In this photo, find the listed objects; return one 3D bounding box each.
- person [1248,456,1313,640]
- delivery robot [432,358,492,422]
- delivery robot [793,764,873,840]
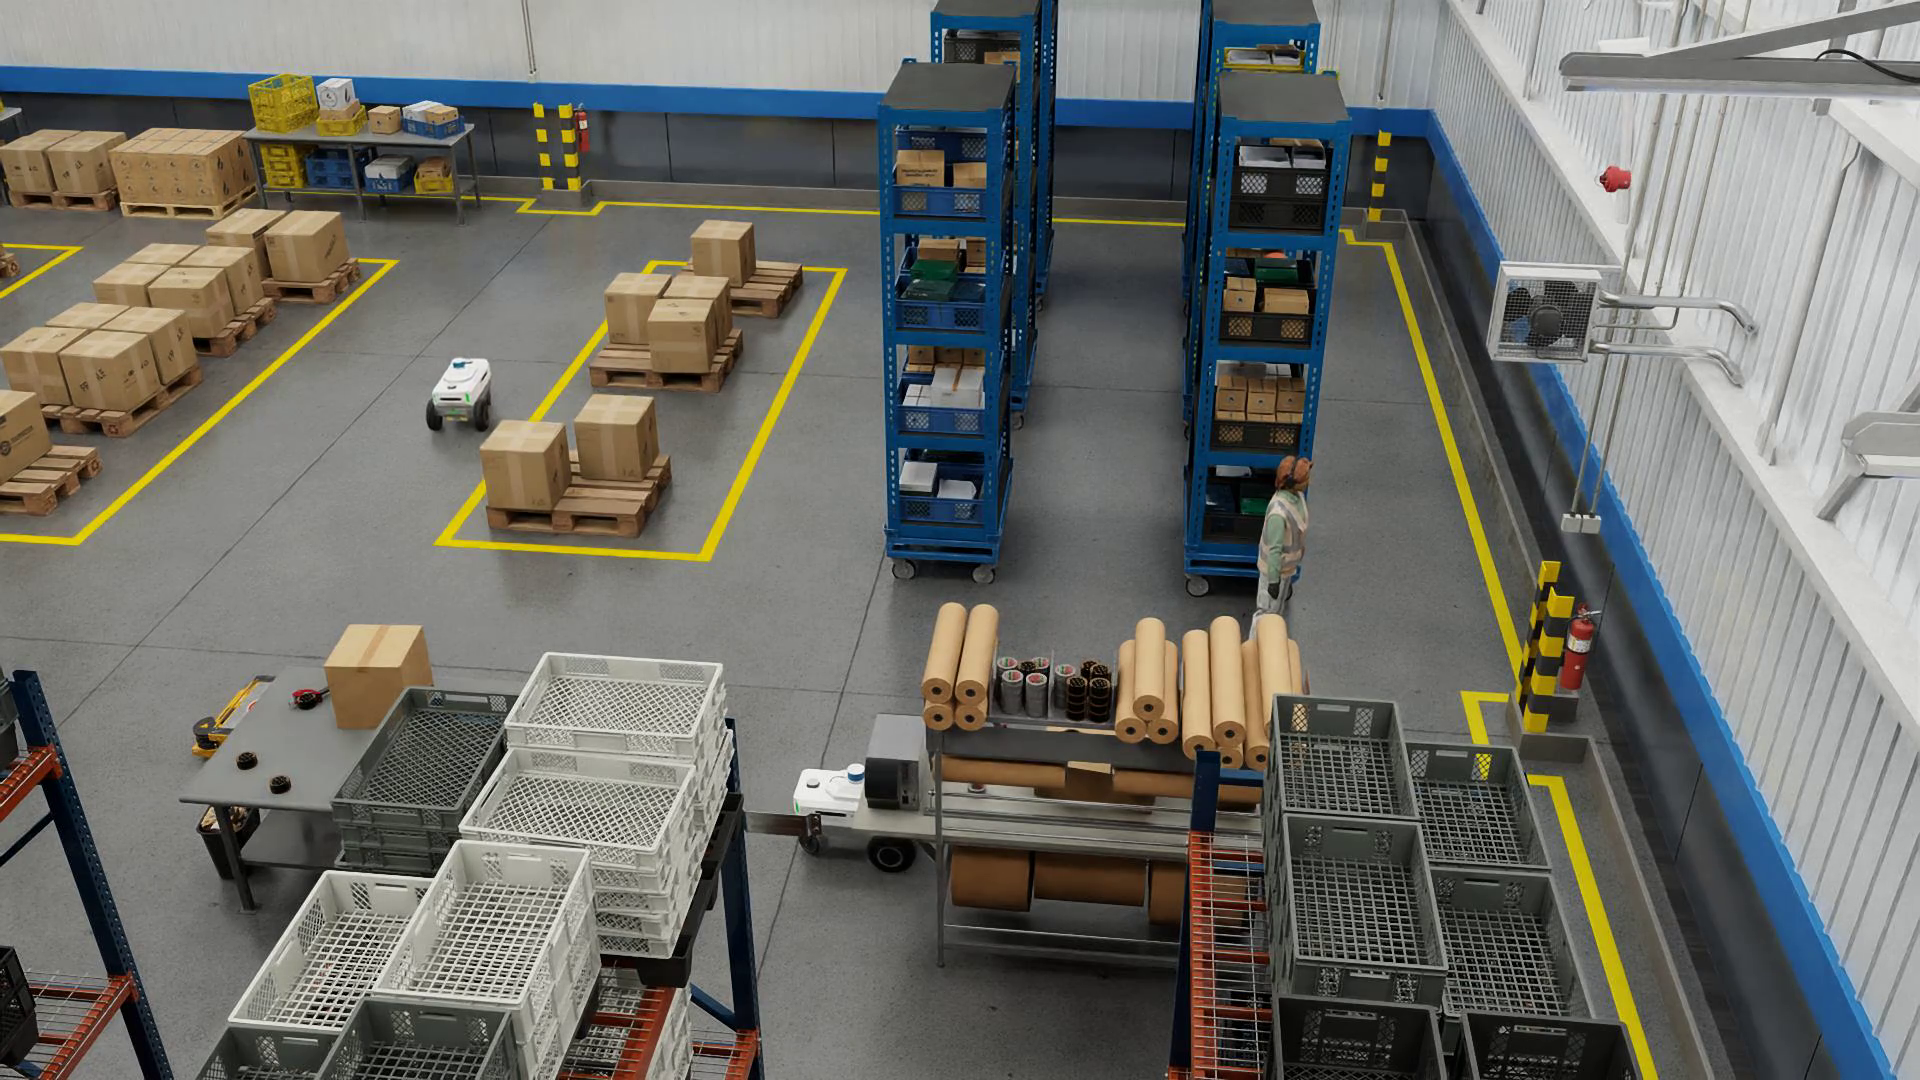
[{"bbox_3d":[2.113,0.179,10.995,0.312,1.632,0.514,13,33,21],"label":"person"},{"bbox_3d":[-4.374,-1.361,14.614,0.477,0.478,0.707,1,30,1],"label":"delivery robot"},{"bbox_3d":[-0.599,1.520,9.664,0.707,0.478,0.477,4,31,7],"label":"delivery robot"}]
